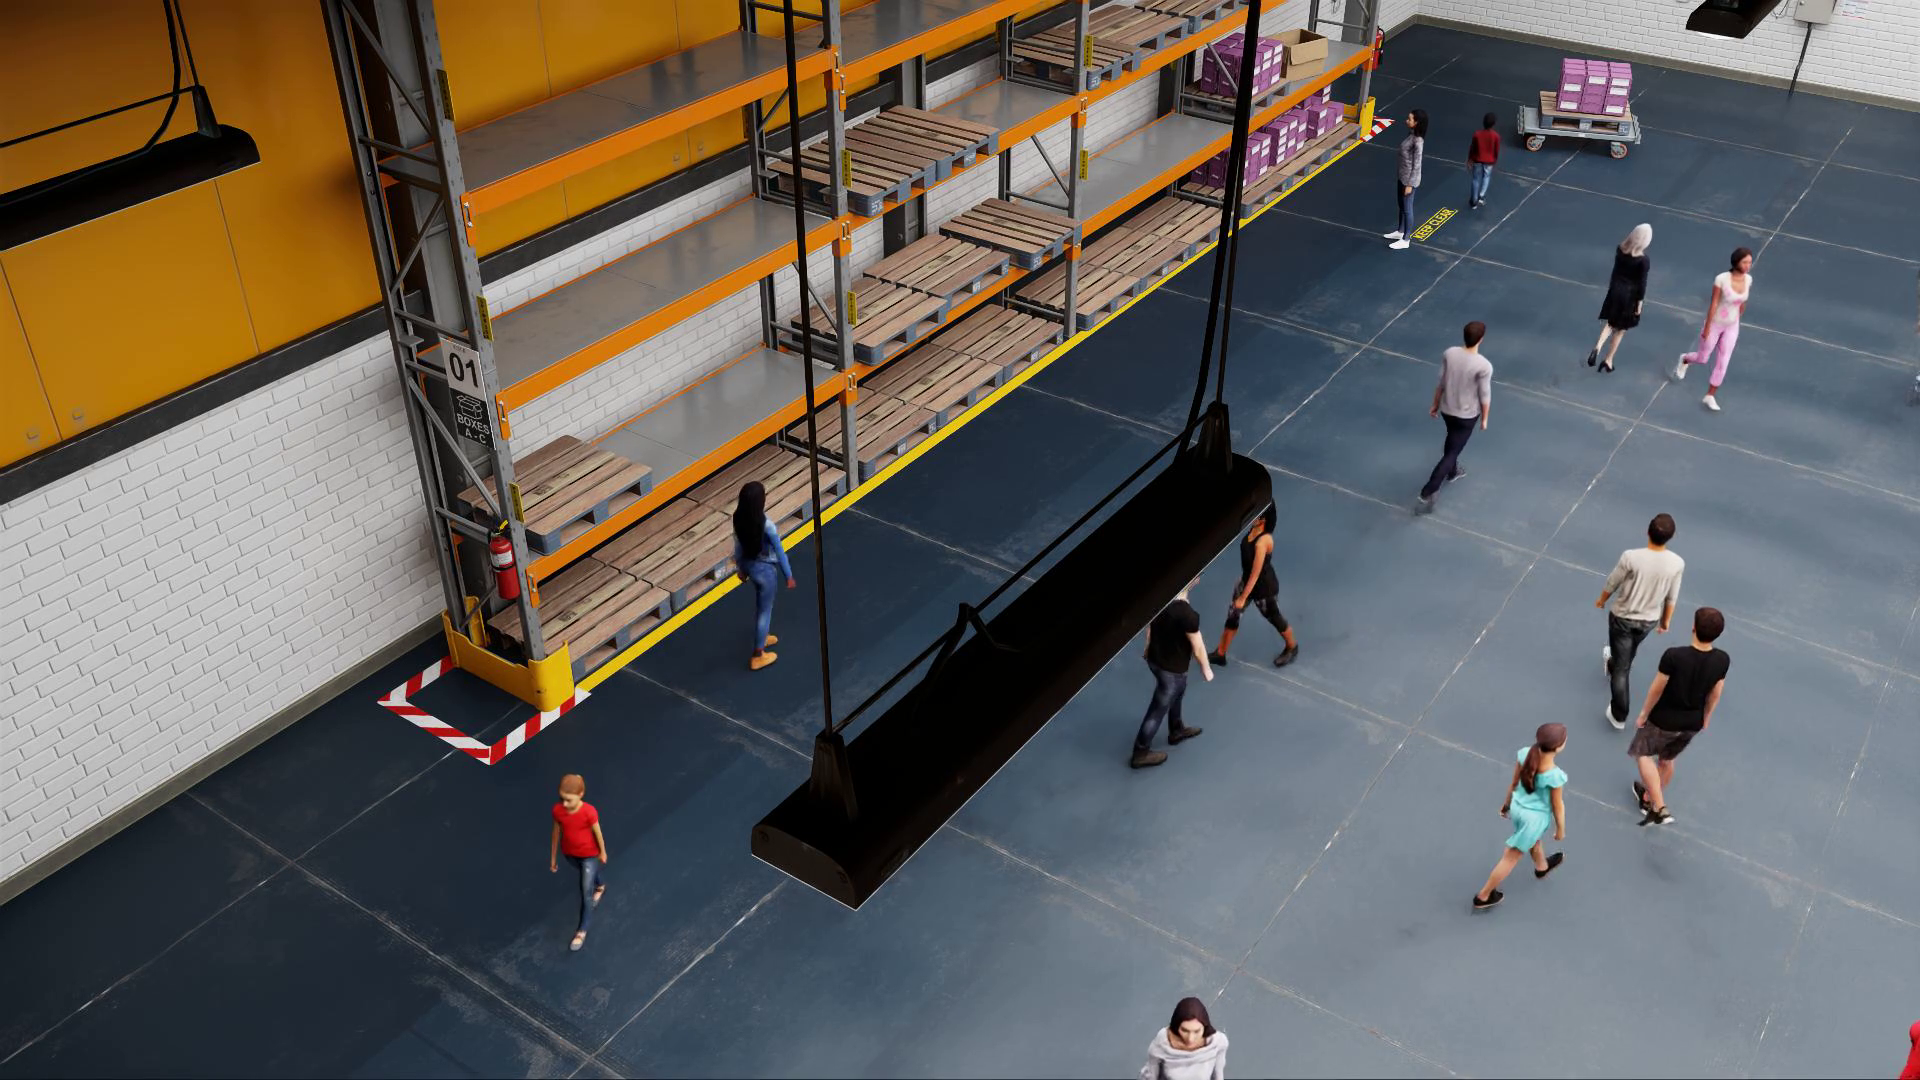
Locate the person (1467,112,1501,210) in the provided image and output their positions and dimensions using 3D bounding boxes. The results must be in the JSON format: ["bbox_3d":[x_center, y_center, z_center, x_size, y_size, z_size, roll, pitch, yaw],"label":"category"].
[{"bbox_3d":[6.814,-4.916,21.639,0.644,1.240,0.749,6,34,10],"label":"person"}]

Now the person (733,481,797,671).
[{"bbox_3d":[-1.673,0.320,13.351,0.660,1.696,0.699,29,43,36],"label":"person"}]

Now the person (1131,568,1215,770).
[{"bbox_3d":[1.460,0.945,12.254,1.049,1.868,0.938,-13,36,-18],"label":"person"}]

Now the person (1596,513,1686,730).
[{"bbox_3d":[5.203,0.652,12.782,1.030,1.772,1.221,2,34,3],"label":"person"}]

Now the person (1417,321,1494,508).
[{"bbox_3d":[4.579,-1.147,15.460,1.252,1.804,0.890,-25,41,-32],"label":"person"}]

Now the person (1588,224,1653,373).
[{"bbox_3d":[6.955,-2.516,17.581,0.882,1.736,0.809,-17,37,-24],"label":"person"}]

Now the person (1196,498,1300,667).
[{"bbox_3d":[2.483,0.359,13.351,1.122,1.631,1.083,-5,34,-7],"label":"person"}]

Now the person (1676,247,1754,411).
[{"bbox_3d":[7.798,-2.224,17.154,0.937,1.722,1.038,-3,34,-5],"label":"person"}]

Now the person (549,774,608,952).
[{"bbox_3d":[-2.515,2.037,11.143,0.673,1.280,0.955,9,35,13],"label":"person"}]

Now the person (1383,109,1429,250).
[{"bbox_3d":[5.542,-4.473,20.528,0.750,1.733,0.648,0,34,0],"label":"person"}]

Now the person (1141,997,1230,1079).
[{"bbox_3d":[1.209,3.067,9.305,1.003,1.600,1.142,0,34,0],"label":"person"}]

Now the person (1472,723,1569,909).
[{"bbox_3d":[3.772,1.880,11.167,1.126,1.515,0.901,-15,36,-21],"label":"person"}]

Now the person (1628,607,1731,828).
[{"bbox_3d":[5.066,1.308,11.731,0.956,1.843,1.039,-2,34,-3],"label":"person"}]
